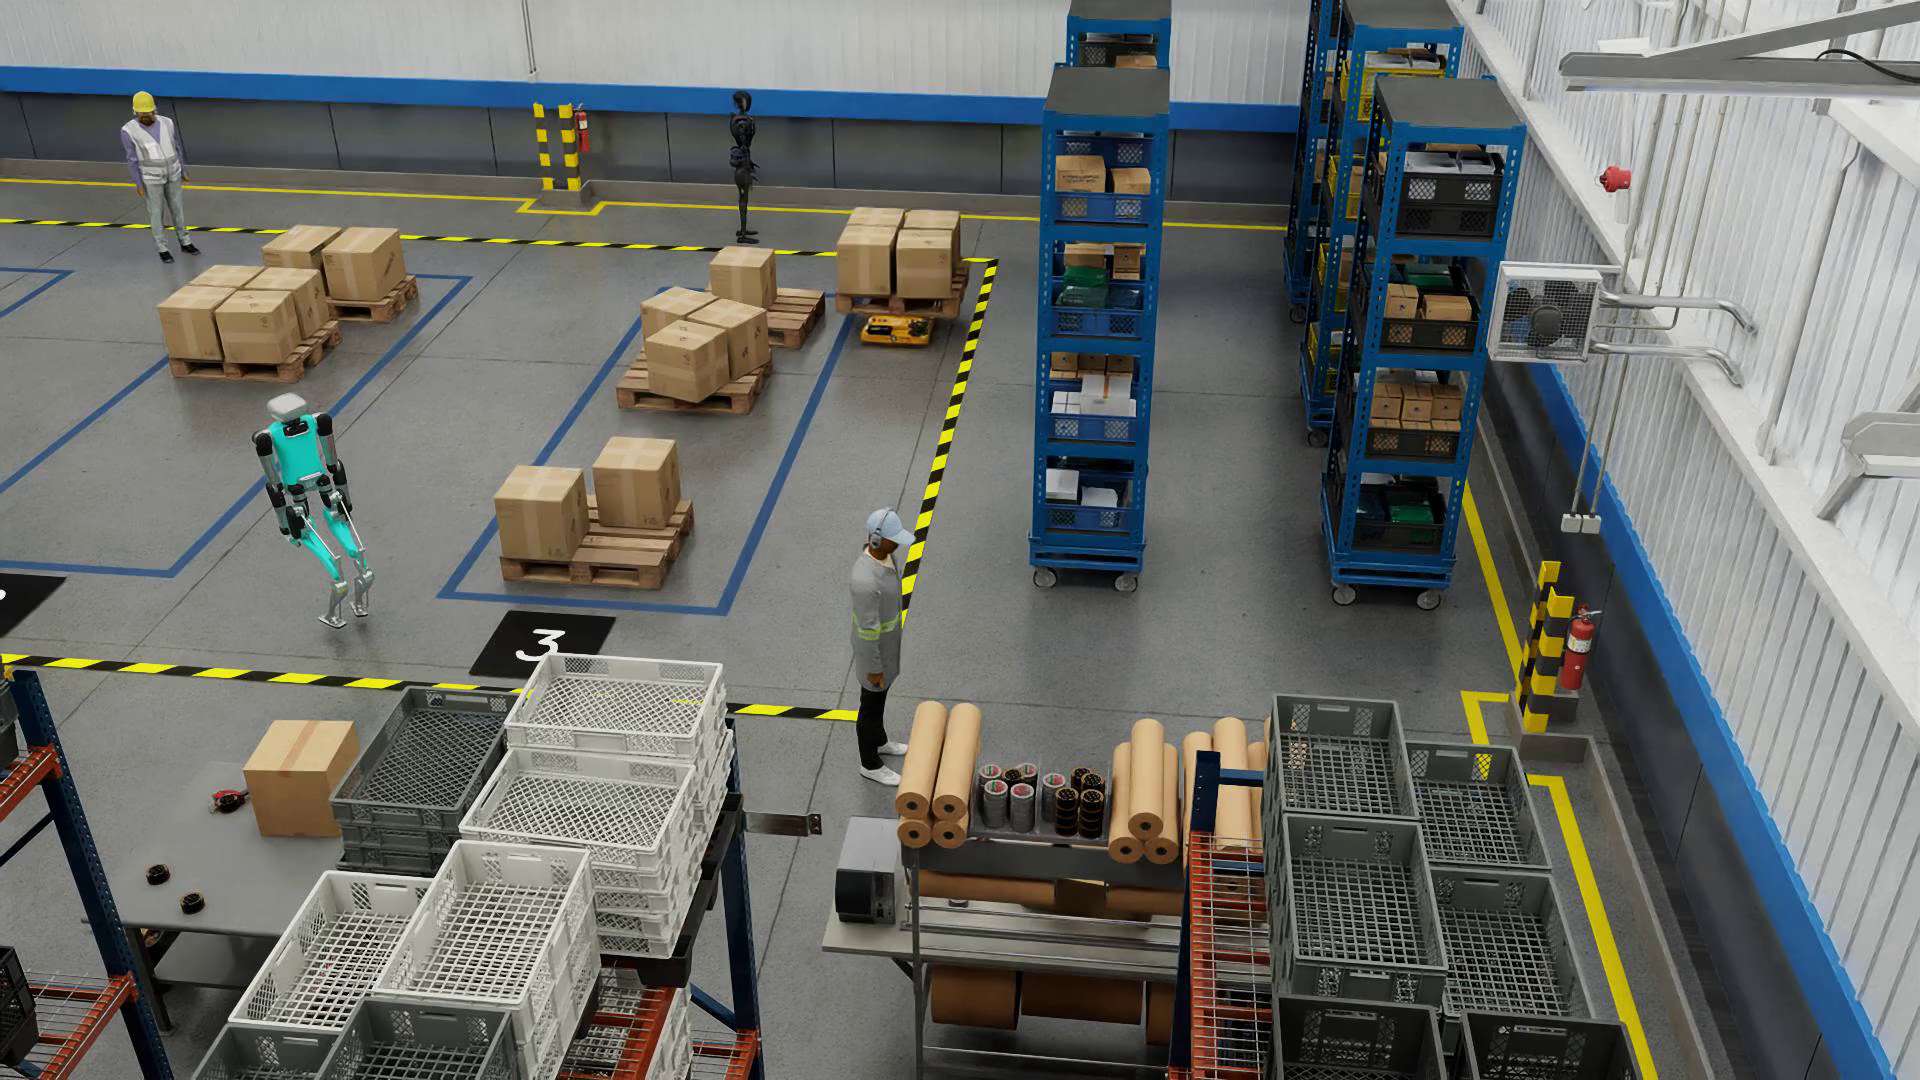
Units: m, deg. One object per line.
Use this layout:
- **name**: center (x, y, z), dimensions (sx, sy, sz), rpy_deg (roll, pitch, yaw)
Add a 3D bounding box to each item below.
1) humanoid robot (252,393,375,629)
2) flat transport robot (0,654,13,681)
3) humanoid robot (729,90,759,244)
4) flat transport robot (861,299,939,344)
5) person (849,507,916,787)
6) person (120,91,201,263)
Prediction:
- **humanoid robot**: center (-4.313, -0.139, 11.315), dimensions (0.533, 1.681, 0.735), rpy_deg (-25, 39, -36)
- **flat transport robot**: center (-7.142, 0.969, 11.010), dimensions (1.431, 0.231, 0.659), rpy_deg (3, 30, 6)
- **humanoid robot**: center (-2.377, -4.136, 18.363), dimensions (0.315, 1.655, 0.599), rpy_deg (-2, 30, -4)
- **flat transport robot**: center (-0.560, -2.341, 16.667), dimensions (0.652, 0.197, 1.431), rpy_deg (3, 30, 6)
- **person**: center (-0.455, 0.625, 10.031), dimensions (0.399, 1.847, 0.587), rpy_deg (5, 31, 8)
- **person**: center (-8.561, -3.900, 17.821), dimensions (0.403, 1.826, 0.593), rpy_deg (22, 37, 33)
